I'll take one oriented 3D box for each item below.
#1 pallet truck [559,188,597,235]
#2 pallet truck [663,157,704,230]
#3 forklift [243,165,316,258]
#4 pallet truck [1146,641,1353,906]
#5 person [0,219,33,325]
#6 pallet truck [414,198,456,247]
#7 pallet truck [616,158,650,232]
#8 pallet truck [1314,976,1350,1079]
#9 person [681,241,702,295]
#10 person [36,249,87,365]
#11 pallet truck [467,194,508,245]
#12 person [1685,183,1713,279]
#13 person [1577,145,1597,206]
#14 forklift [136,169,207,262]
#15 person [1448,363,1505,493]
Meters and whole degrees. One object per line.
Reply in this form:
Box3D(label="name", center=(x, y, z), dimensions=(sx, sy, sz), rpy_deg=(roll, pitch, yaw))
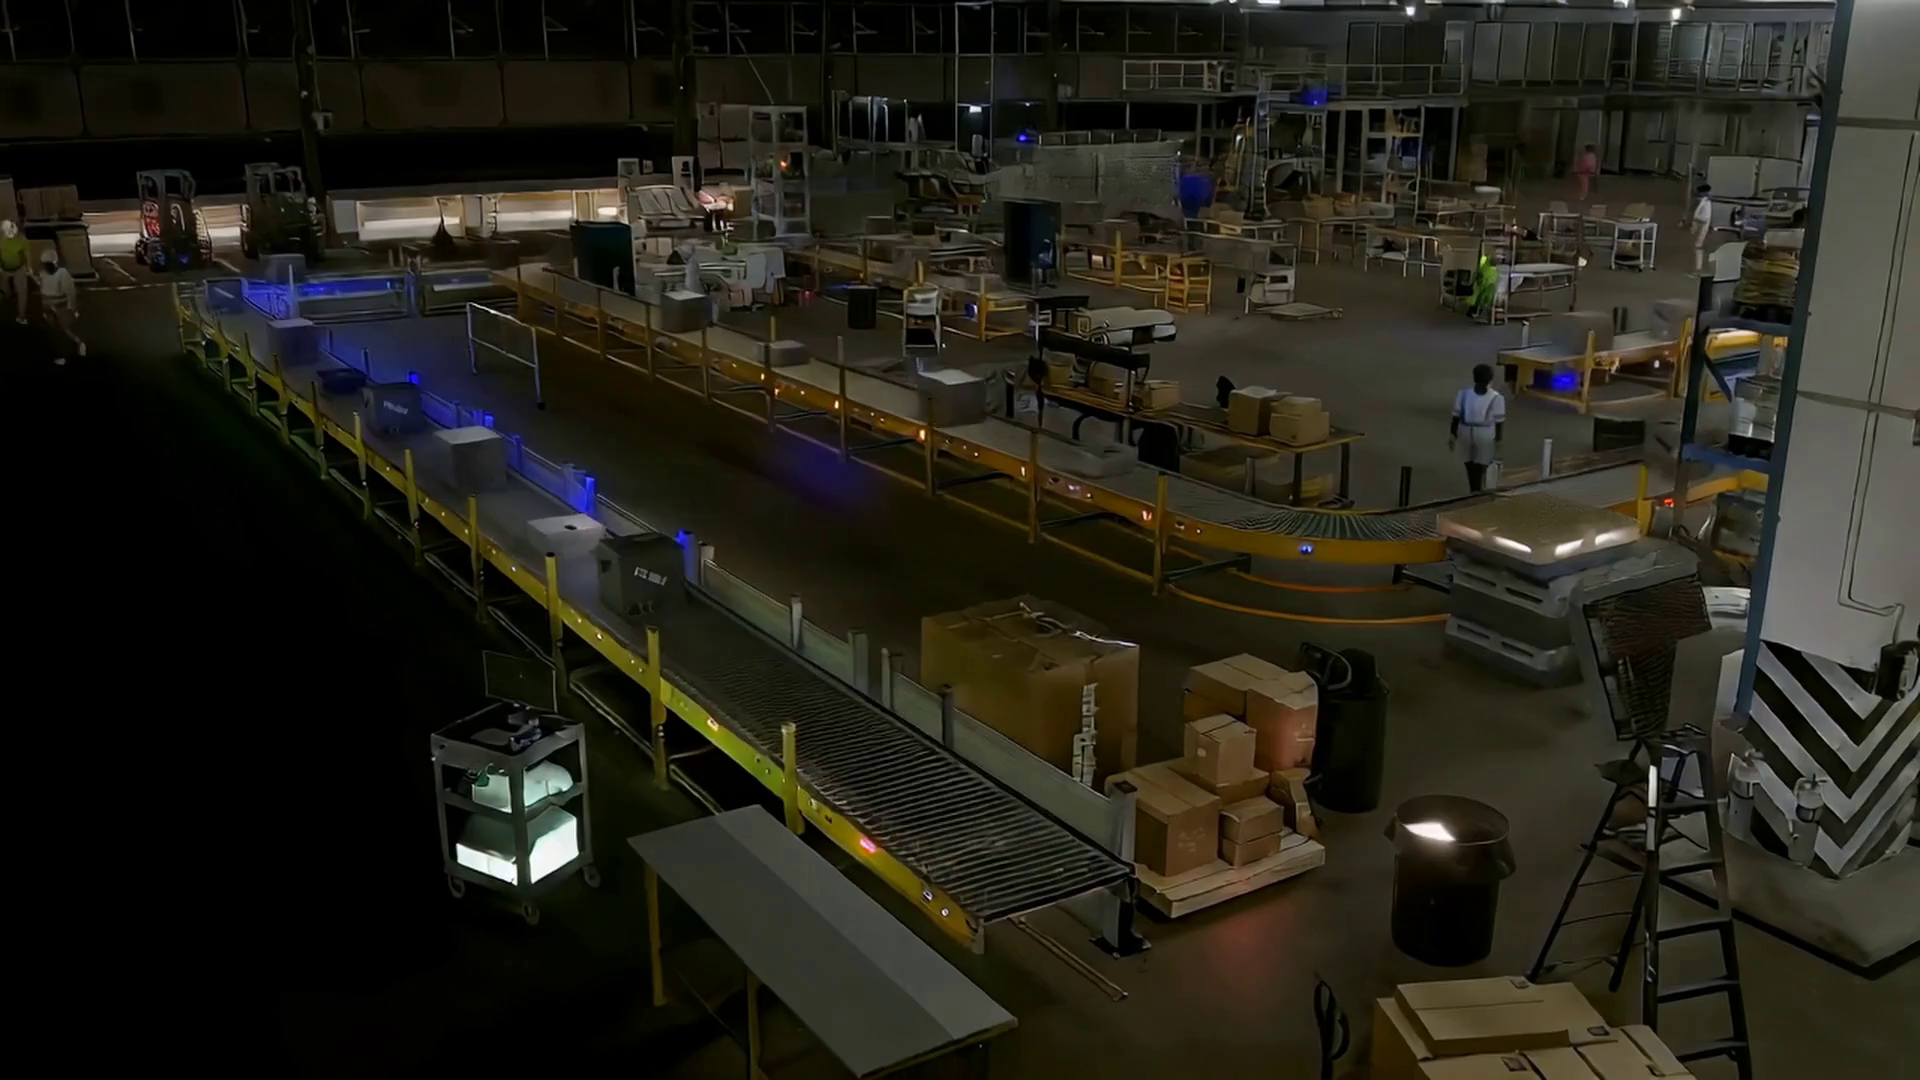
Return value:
Box3D(label="pallet truck", center=(-10.010, -8.652, 43.699), dimensions=(0.653, 1.274, 1.630), rpy_deg=(-10, 20, -31))
Box3D(label="pallet truck", center=(-7.586, -9.308, 44.692), dimensions=(0.823, 1.965, 1.885), rpy_deg=(-11, 20, -33))
Box3D(label="forklift", center=(-15.898, -7.669, 38.708), dimensions=(1.157, 1.987, 2.680), rpy_deg=(-11, 20, -33))
Box3D(label="pallet truck", center=(1.664, 1.407, 10.232), dimensions=(1.630, 1.274, 0.653), rpy_deg=(-10, 20, -31))
Box3D(label="person", center=(-17.225, -4.903, 30.264), dimensions=(0.647, 1.869, 0.942), rpy_deg=(-4, 17, -13))
Box3D(label="pallet truck", center=(-13.250, -8.060, 41.856), dimensions=(0.680, 1.201, 1.601), rpy_deg=(-10, 20, -31))
Box3D(label="pallet truck", center=(-8.918, -9.176, 44.255), dimensions=(0.823, 1.965, 1.885), rpy_deg=(-9, 19, -27))
Box3D(label="pallet truck", center=(2.299, 2.390, 7.086), dimensions=(1.601, 1.201, 0.680), rpy_deg=(-2, 17, -7))
Box3D(label="person", center=(-4.465, -4.103, 27.769), dimensions=(0.312, 1.768, 0.529), rpy_deg=(-4, 17, -13))
Box3D(label="person", center=(-14.274, -3.714, 26.386), dimensions=(0.598, 1.821, 0.546), rpy_deg=(1, 17, 4))
Box3D(label="pallet truck", center=(-11.983, -8.177, 42.137), dimensions=(0.704, 1.261, 1.522), rpy_deg=(-11, 20, -33))
Box3D(label="person", center=(15.860, -6.622, 35.670), dimensions=(0.369, 2.048, 0.608), rpy_deg=(7, 18, 23))
Box3D(label="person", center=(19.469, -11.247, 51.383), dimensions=(0.612, 1.852, 0.854), rpy_deg=(-7, 18, -21))
Box3D(label="forklift", center=(-17.842, -7.318, 37.559), dimensions=(1.157, 1.987, 2.680), rpy_deg=(-10, 20, -31))
Box3D(label="person", center=(5.597, -1.110, 17.988), dimensions=(0.536, 1.662, 0.841), rpy_deg=(12, 20, 34))
